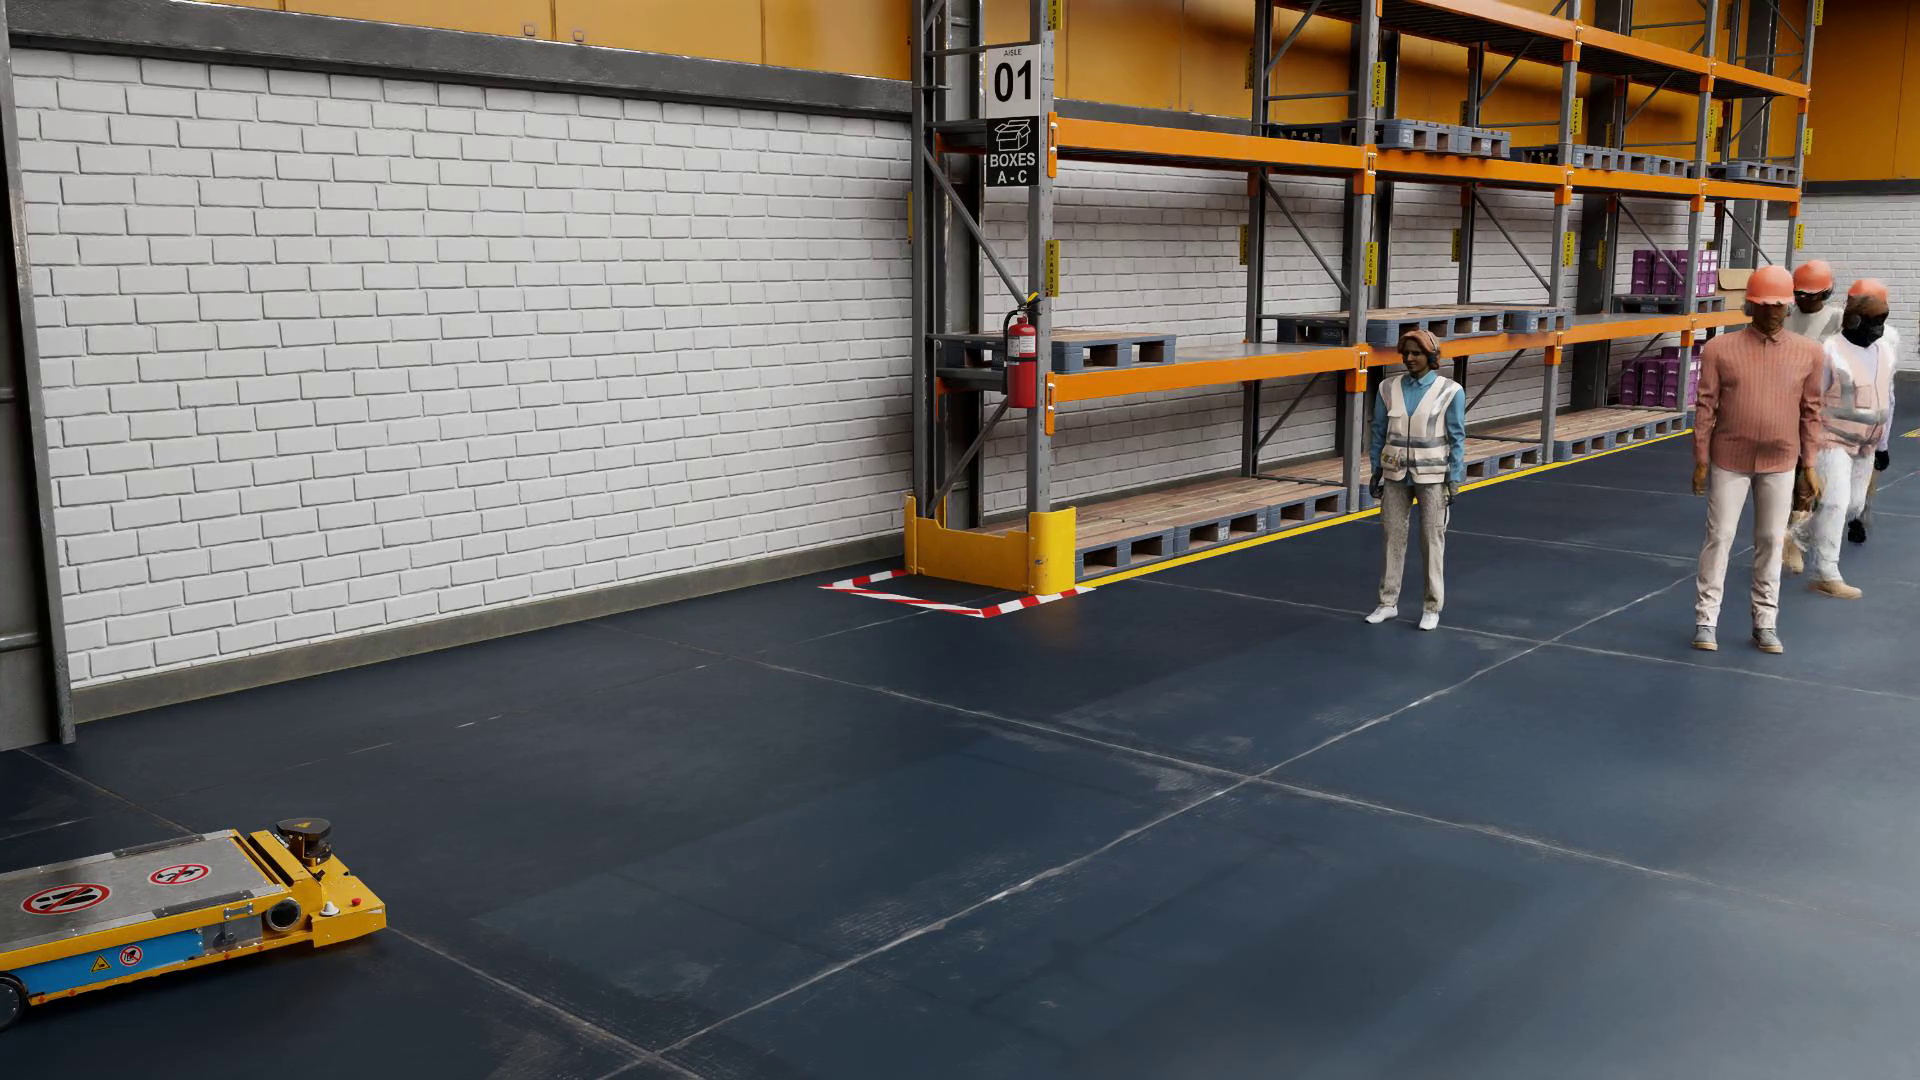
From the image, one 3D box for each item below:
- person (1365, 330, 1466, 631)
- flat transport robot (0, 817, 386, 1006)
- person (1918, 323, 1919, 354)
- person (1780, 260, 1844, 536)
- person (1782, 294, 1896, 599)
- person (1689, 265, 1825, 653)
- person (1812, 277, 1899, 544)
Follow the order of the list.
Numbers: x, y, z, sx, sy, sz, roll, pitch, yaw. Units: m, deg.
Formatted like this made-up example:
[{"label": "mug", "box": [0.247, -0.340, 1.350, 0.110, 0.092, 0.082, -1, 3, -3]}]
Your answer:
[{"label": "person", "box": [2.484, -0.326, 9.082, 0.523, 1.638, 0.311, 7, 12, 36]}, {"label": "flat transport robot", "box": [-2.488, 1.106, 4.817, 1.431, 0.197, 0.652, -7, 12, -36]}, {"label": "person", "box": [12.172, -2.457, 20.631, 0.575, 1.837, 0.544, 3, 10, 16]}, {"label": "person", "box": [5.876, -0.956, 11.669, 0.674, 1.984, 0.764, -3, 10, -18]}, {"label": "person", "box": [5.275, -0.585, 10.084, 0.641, 1.819, 0.664, -4, 11, -22]}, {"label": "person", "box": [4.077, -0.407, 8.537, 0.626, 1.990, 0.399, 2, 10, 13]}, {"label": "person", "box": [6.315, -0.923, 11.812, 0.542, 1.877, 0.874, 6, 12, 30]}]
